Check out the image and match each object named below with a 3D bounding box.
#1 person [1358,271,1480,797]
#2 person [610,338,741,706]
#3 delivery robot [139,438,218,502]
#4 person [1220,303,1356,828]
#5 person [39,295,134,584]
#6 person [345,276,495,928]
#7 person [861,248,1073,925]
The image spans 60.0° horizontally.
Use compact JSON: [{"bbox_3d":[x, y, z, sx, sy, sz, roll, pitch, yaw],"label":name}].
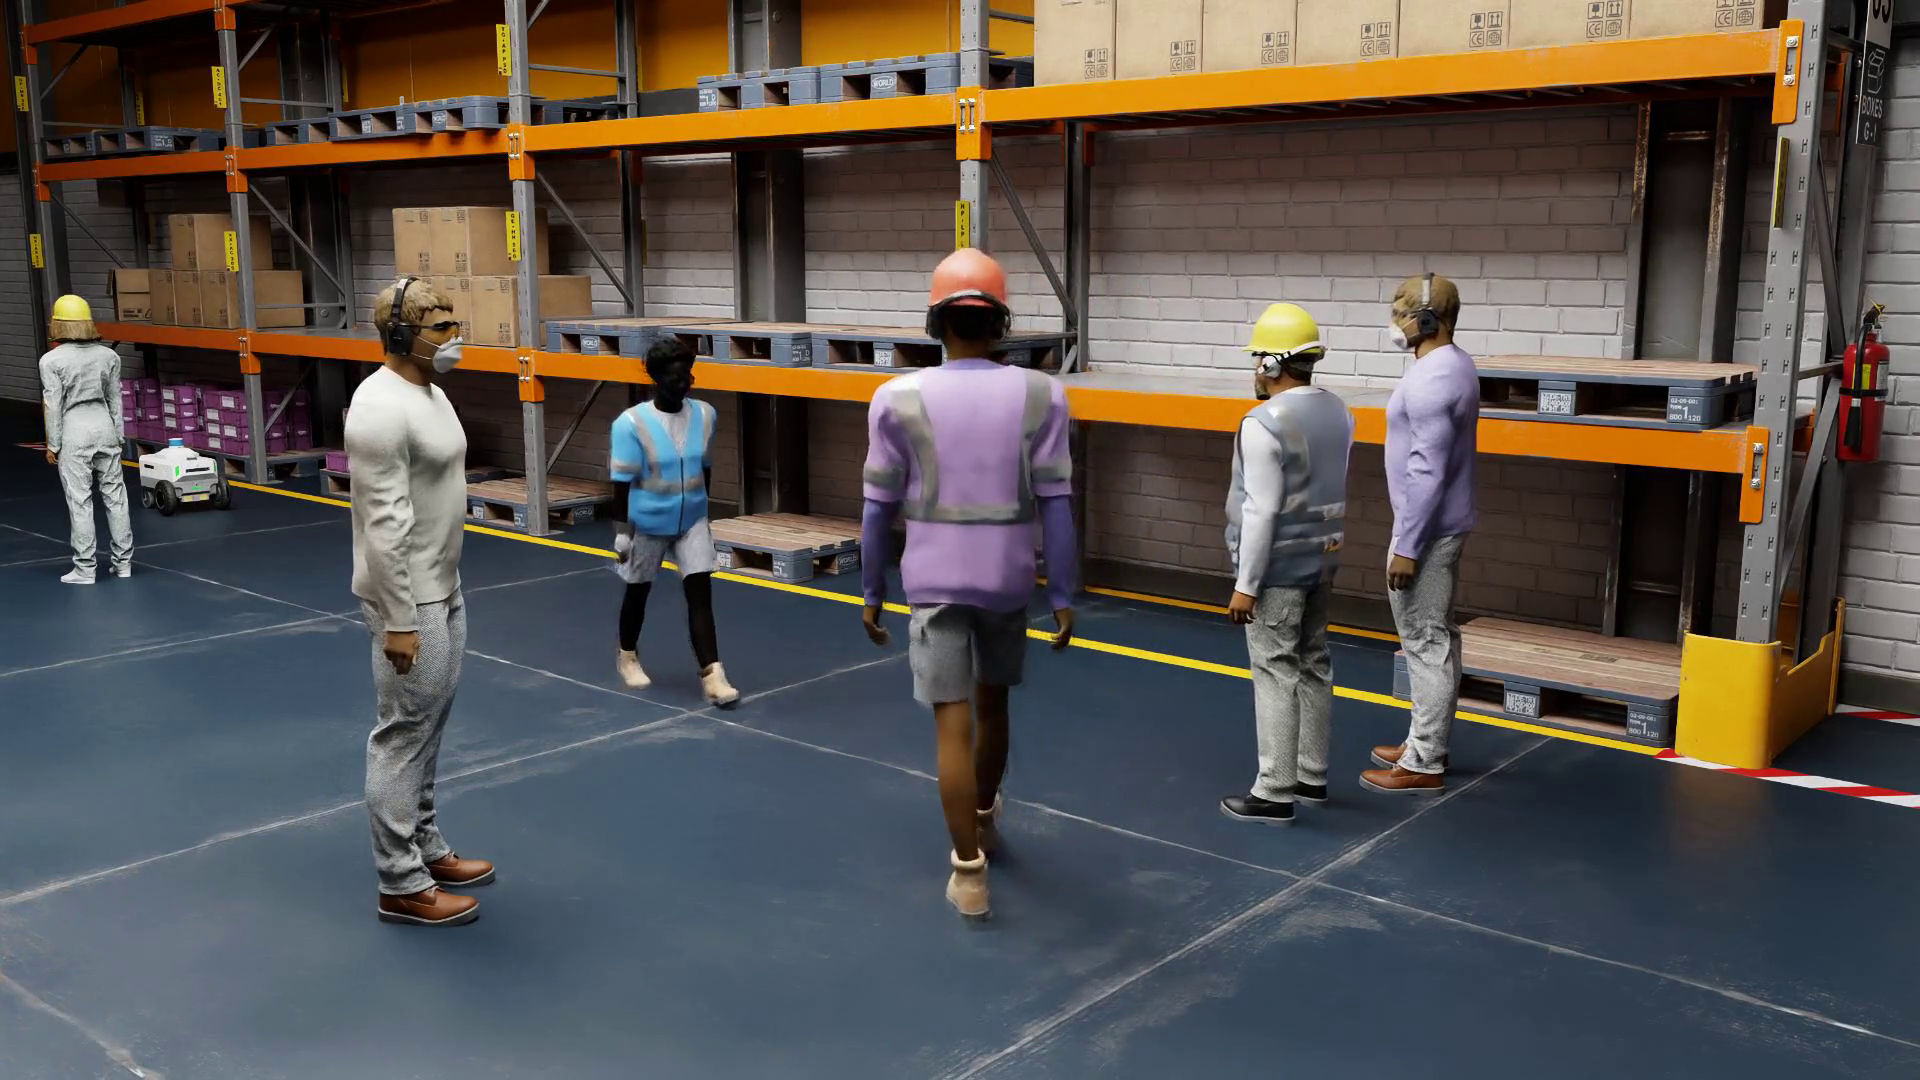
[{"bbox_3d":[1.717,-0.017,6.169,0.373,1.939,0.628,4,11,24],"label":"person"},{"bbox_3d":[-1.318,-0.082,7.410,0.545,1.628,0.841,-7,12,-36],"label":"person"},{"bbox_3d":[-6.034,-0.542,12.831,0.707,0.478,0.477,9,13,41],"label":"delivery robot"},{"bbox_3d":[1.134,0.090,5.862,0.403,1.832,0.593,9,14,42],"label":"person"},{"bbox_3d":[-5.301,-0.606,10.077,0.290,1.745,0.487,6,12,32],"label":"person"},{"bbox_3d":[-1.641,0.182,5.034,0.354,1.937,0.635,-1,10,-5],"label":"person"},{"bbox_3d":[-0.005,0.111,5.226,0.636,2.009,0.924,-2,10,-11],"label":"person"}]
